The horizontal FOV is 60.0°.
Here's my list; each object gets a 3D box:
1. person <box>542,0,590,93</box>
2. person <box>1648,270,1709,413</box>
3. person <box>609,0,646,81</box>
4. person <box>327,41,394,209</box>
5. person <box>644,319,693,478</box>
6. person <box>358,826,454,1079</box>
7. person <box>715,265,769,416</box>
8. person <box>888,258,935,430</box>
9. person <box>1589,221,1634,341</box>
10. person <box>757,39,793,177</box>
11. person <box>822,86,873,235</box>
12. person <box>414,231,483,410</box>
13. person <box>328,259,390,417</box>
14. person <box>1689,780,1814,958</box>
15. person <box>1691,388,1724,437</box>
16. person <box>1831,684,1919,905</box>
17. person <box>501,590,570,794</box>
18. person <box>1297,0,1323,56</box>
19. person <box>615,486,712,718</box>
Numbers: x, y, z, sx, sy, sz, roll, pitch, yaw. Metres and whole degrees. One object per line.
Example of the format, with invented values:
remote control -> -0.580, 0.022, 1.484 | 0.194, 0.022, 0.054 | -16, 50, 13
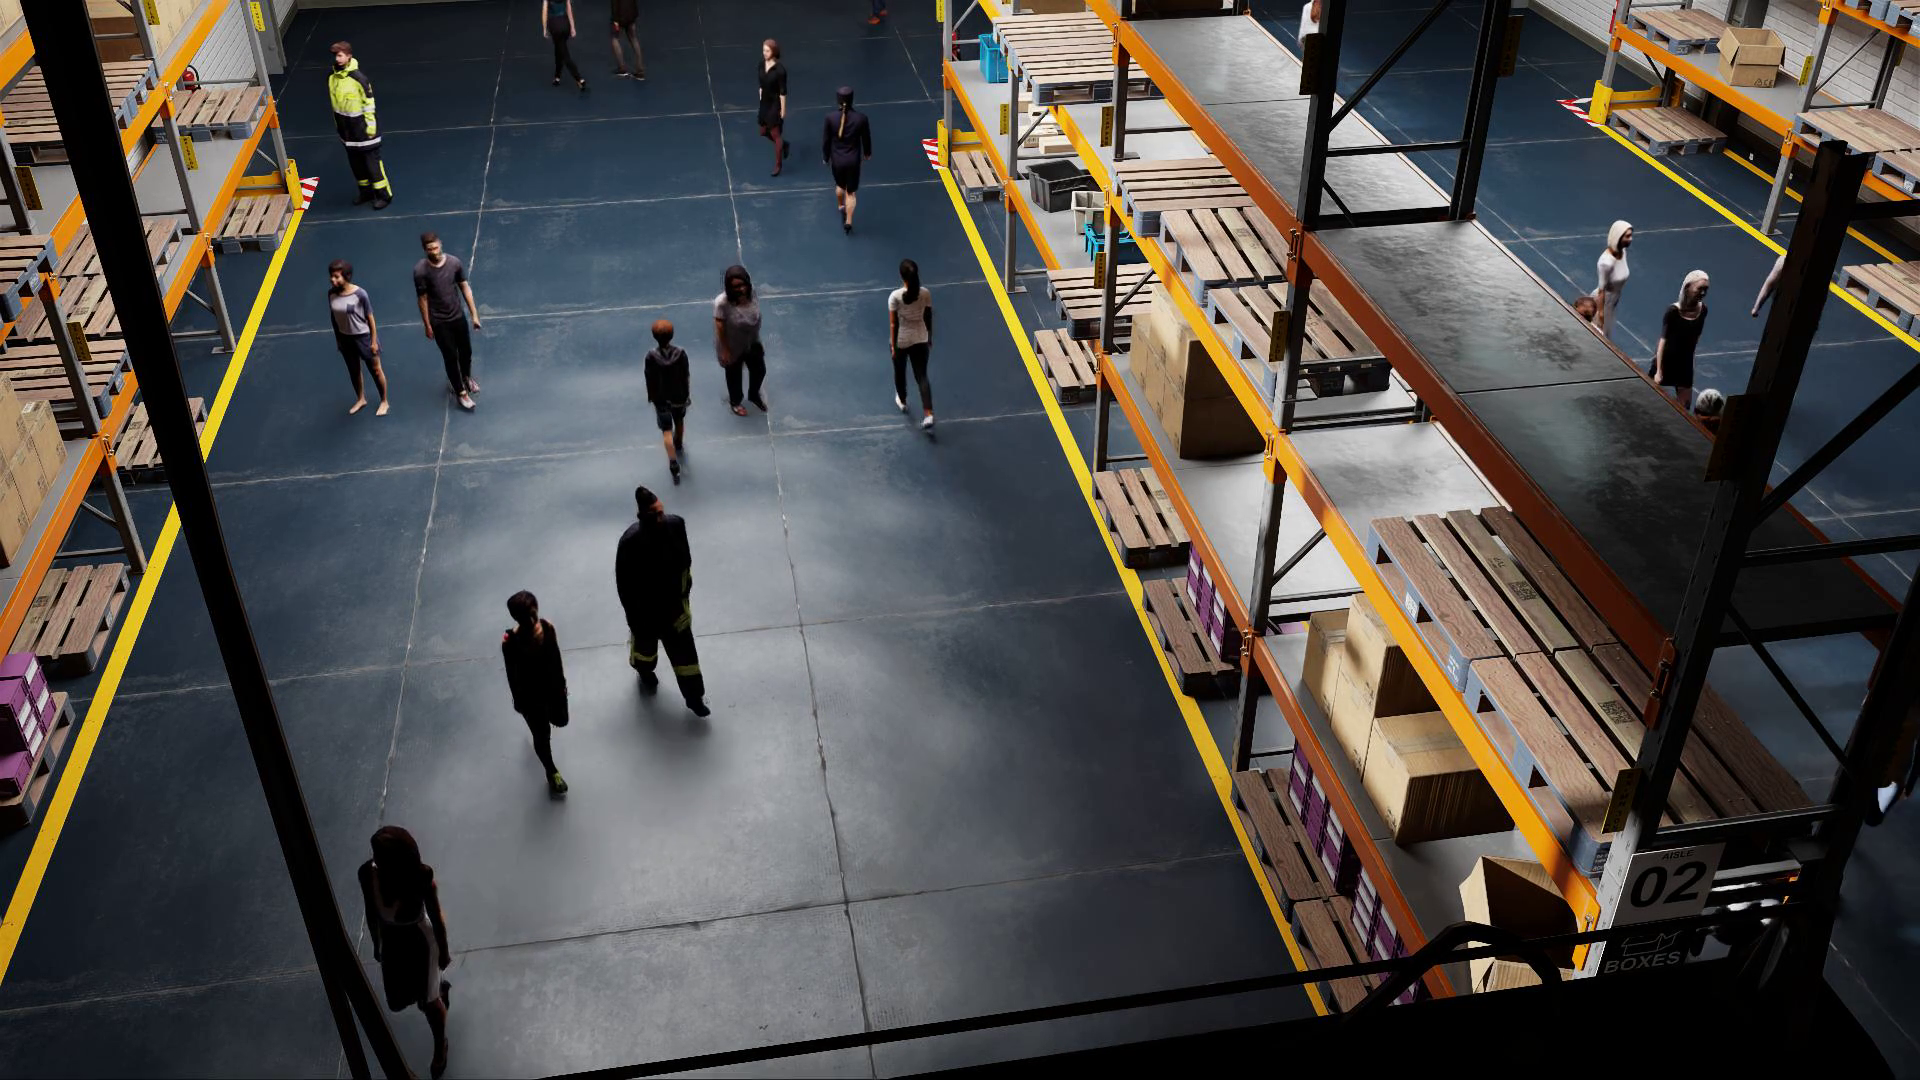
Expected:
person -> -5.489, -7.004, 23.029 | 0.941, 1.685, 1.141 | -28, 42, -35
person -> 6.250, -1.573, 14.750 | 0.608, 1.806, 0.881 | -5, 34, -8
person -> -4.675, -7.372, 23.495 | 0.980, 1.783, 0.920 | 22, 39, 29
person -> -7.101, -4.906, 19.612 | 0.865, 1.975, 0.885 | 16, 37, 22
person -> -2.554, -1.229, 14.589 | 0.575, 1.411, 0.953 | -7, 34, -11
person -> -2.976, 2.191, 9.108 | 0.701, 1.784, 0.796 | 3, 34, 5
person -> -2.072, -1.881, 15.425 | 0.802, 1.572, 0.852 | -26, 41, -33
person -> -0.422, -1.766, 15.213 | 0.672, 1.615, 1.093 | -10, 35, -14
person -> 6.061, -2.218, 15.774 | 0.722, 1.747, 0.674 | 24, 41, 32
person -> -2.258, -5.363, 20.557 | 0.801, 1.690, 0.859 | 22, 40, 30
person -> -1.299, -4.287, 18.980 | 0.794, 1.643, 0.992 | -2, 34, -2
person -> -4.840, -2.089, 15.588 | 0.830, 1.738, 0.891 | -27, 42, -34
person -> -5.606, -1.898, 15.456 | 0.635, 1.565, 0.632 | 6, 34, 9
person -> 4.558, 1.976, 9.601 | 0.654, 1.596, 0.792 | -1, 34, -1
person -> 5.741, -0.428, 13.201 | 0.872, 1.614, 0.975 | 12, 35, 18
person -> 5.693, 1.423, 10.342 | 0.936, 1.696, 1.106 | 13, 36, 19
person -> -2.858, 0.962, 11.183 | 0.787, 1.533, 0.961 | -23, 40, -30
person -> 4.884, -6.886, 22.987 | 0.658, 1.535, 0.856 | 3, 34, 4
person -> -2.185, 0.359, 11.828 | 1.064, 1.823, 1.268 | -22, 39, -29
